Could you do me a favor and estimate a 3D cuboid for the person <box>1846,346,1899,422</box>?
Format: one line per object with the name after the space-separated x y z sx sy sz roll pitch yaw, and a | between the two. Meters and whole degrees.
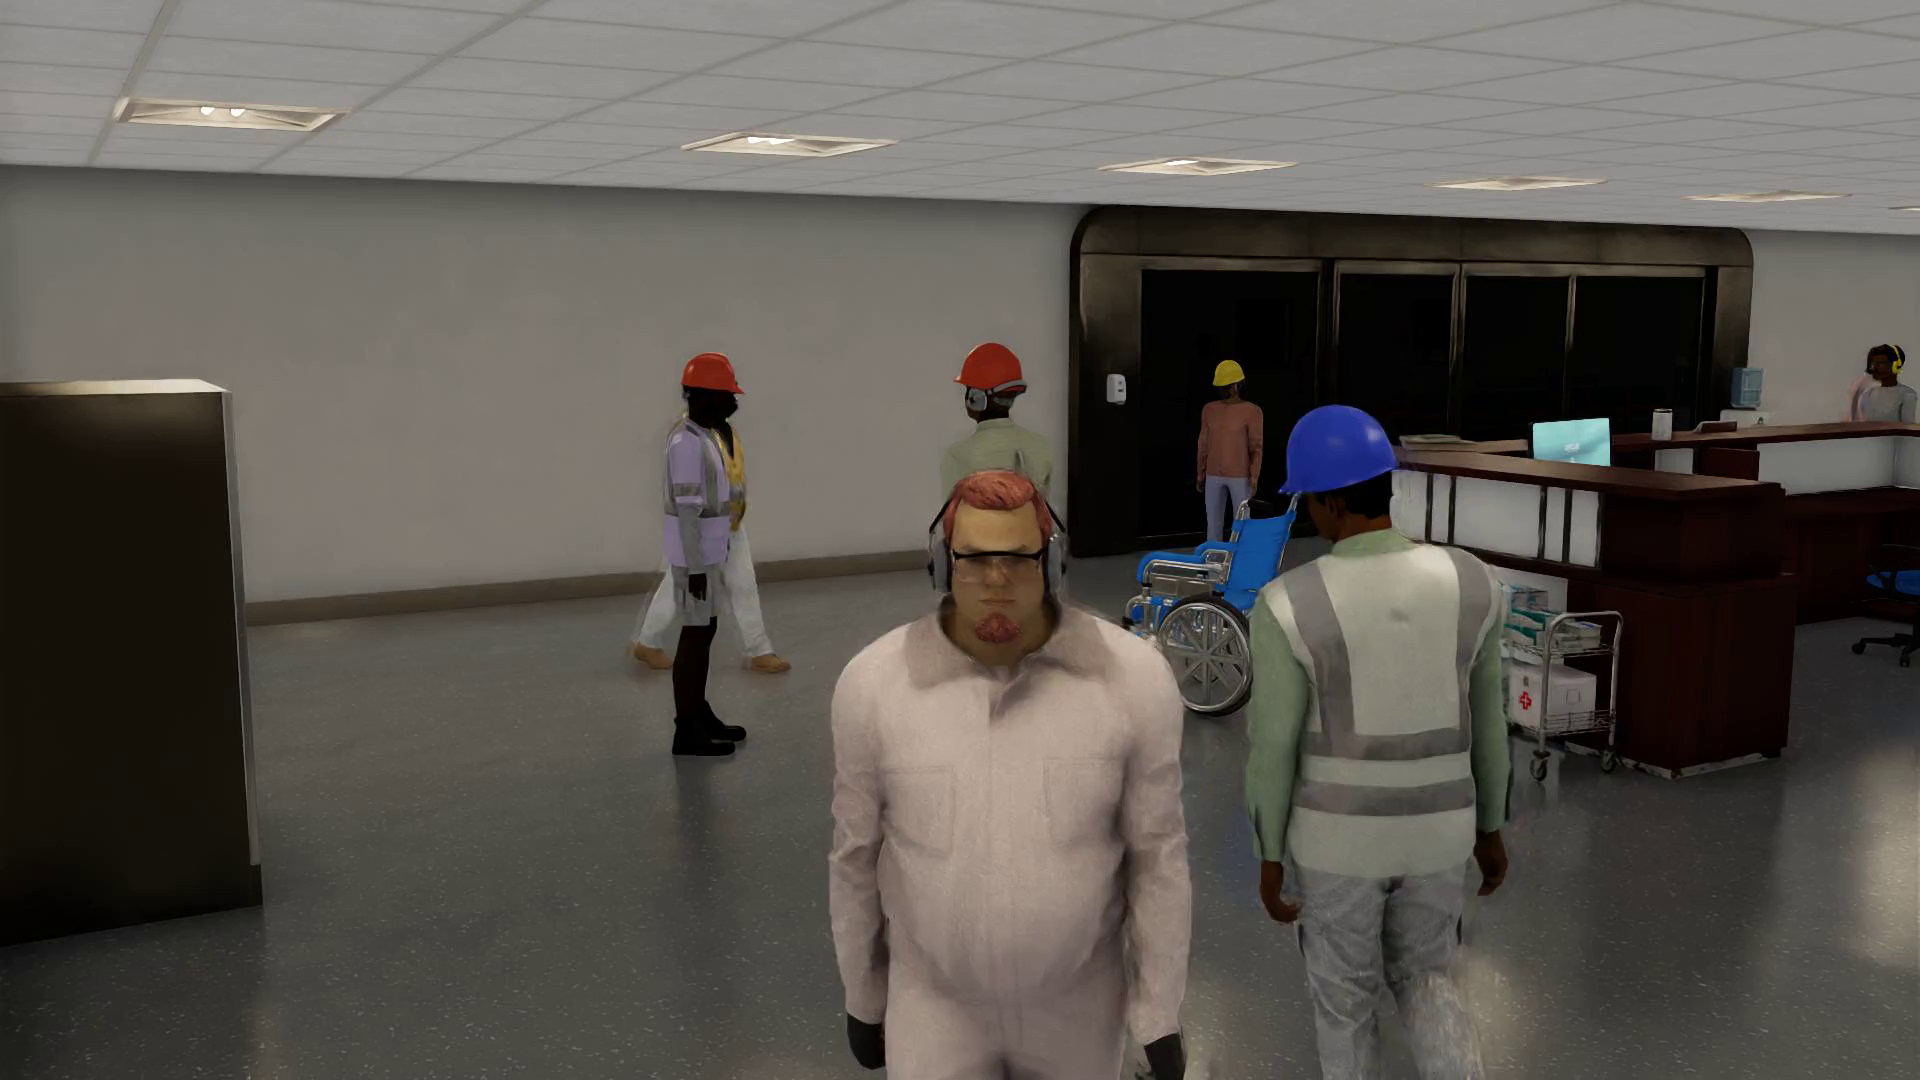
7.717 -0.710 13.972 0.521 1.830 0.653 4 9 25 | person

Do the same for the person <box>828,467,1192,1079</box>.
0.082 0.787 3.019 0.643 1.870 0.944 0 8 0 | person

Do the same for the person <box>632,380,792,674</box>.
-1.501 -0.102 9.751 0.981 1.798 0.618 4 9 27 | person

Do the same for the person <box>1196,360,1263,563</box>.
2.015 -0.472 12.522 0.524 1.760 0.328 5 10 34 | person

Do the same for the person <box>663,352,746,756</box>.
-1.220 0.068 7.999 0.390 1.929 0.545 0 8 1 | person

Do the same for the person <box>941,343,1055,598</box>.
0.134 0.200 6.786 0.376 1.997 0.612 7 11 43 | person

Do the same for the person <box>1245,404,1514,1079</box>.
0.955 0.664 3.696 0.636 1.921 0.588 -1 8 -10 | person

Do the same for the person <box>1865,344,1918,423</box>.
7.098 -0.569 12.818 0.325 1.871 0.524 -2 8 -11 | person
